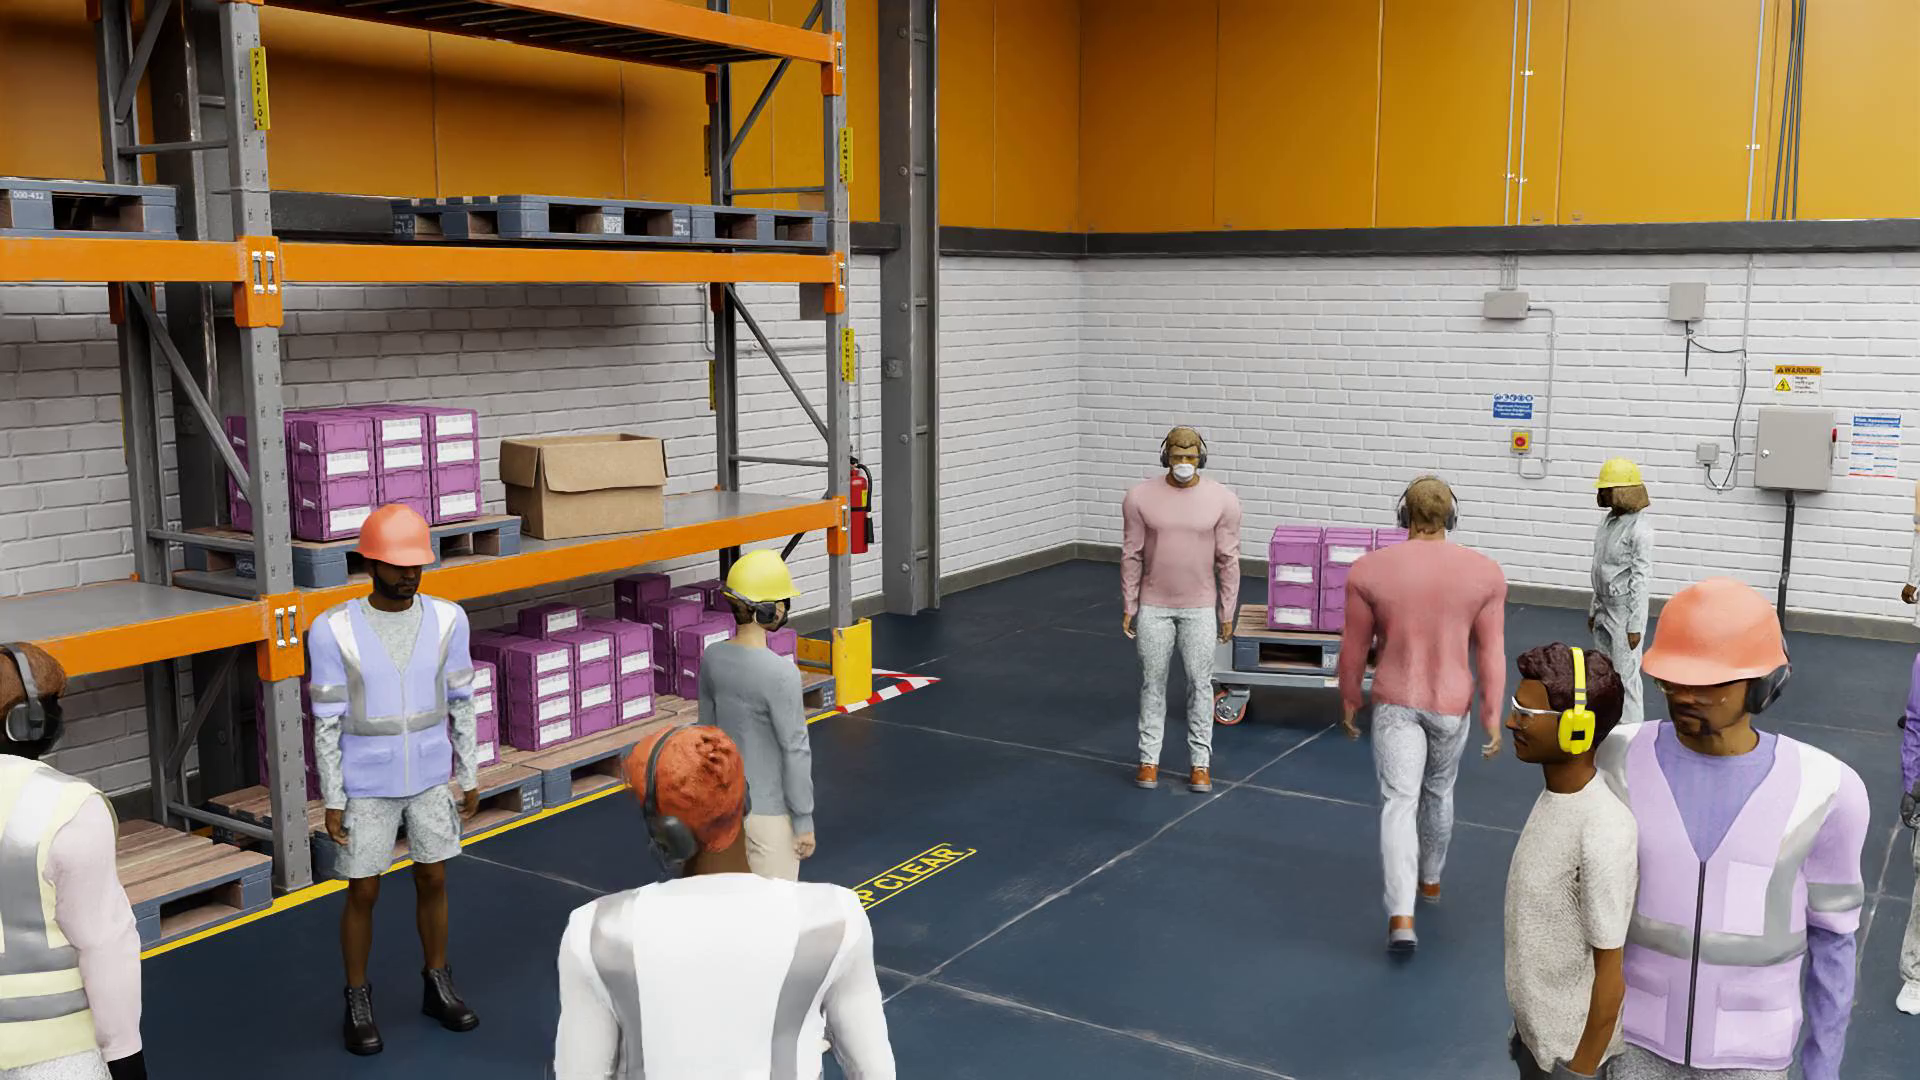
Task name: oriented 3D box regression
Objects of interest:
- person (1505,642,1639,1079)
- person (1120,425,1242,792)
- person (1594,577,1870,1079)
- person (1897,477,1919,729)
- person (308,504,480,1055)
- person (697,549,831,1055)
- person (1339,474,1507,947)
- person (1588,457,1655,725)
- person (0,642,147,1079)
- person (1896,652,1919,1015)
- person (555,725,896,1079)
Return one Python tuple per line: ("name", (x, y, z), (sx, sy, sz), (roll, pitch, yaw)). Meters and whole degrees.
("person", (1.341, 1.154, 3.781), (0.328, 1.869, 0.520), (1, 9, 8))
("person", (1.153, 0.358, 8.753), (0.625, 1.933, 0.375), (2, 9, 12))
("person", (1.617, 1.084, 3.669), (0.615, 2.039, 0.382), (5, 10, 28))
("person", (5.826, 0.195, 9.776), (0.543, 1.940, 0.361), (0, 9, 0))
("person", (-1.934, 0.825, 5.762), (0.560, 1.924, 0.424), (-6, 11, -34))
("person", (-0.681, 0.909, 5.702), (0.533, 1.768, 0.311), (8, 12, 44))
("person", (1.882, 0.680, 6.804), (0.646, 1.898, 1.014), (2, 9, 11))
("person", (3.547, 0.416, 9.022), (0.318, 1.737, 0.486), (-1, 9, -3))
("person", (-2.183, 1.148, 3.909), (0.634, 1.839, 0.429), (2, 9, 13))
("person", (3.644, 0.940, 5.946), (0.513, 1.631, 0.318), (6, 11, 34))
("person", (-0.426, 1.236, 3.291), (0.624, 1.863, 0.632), (0, 9, 2))
